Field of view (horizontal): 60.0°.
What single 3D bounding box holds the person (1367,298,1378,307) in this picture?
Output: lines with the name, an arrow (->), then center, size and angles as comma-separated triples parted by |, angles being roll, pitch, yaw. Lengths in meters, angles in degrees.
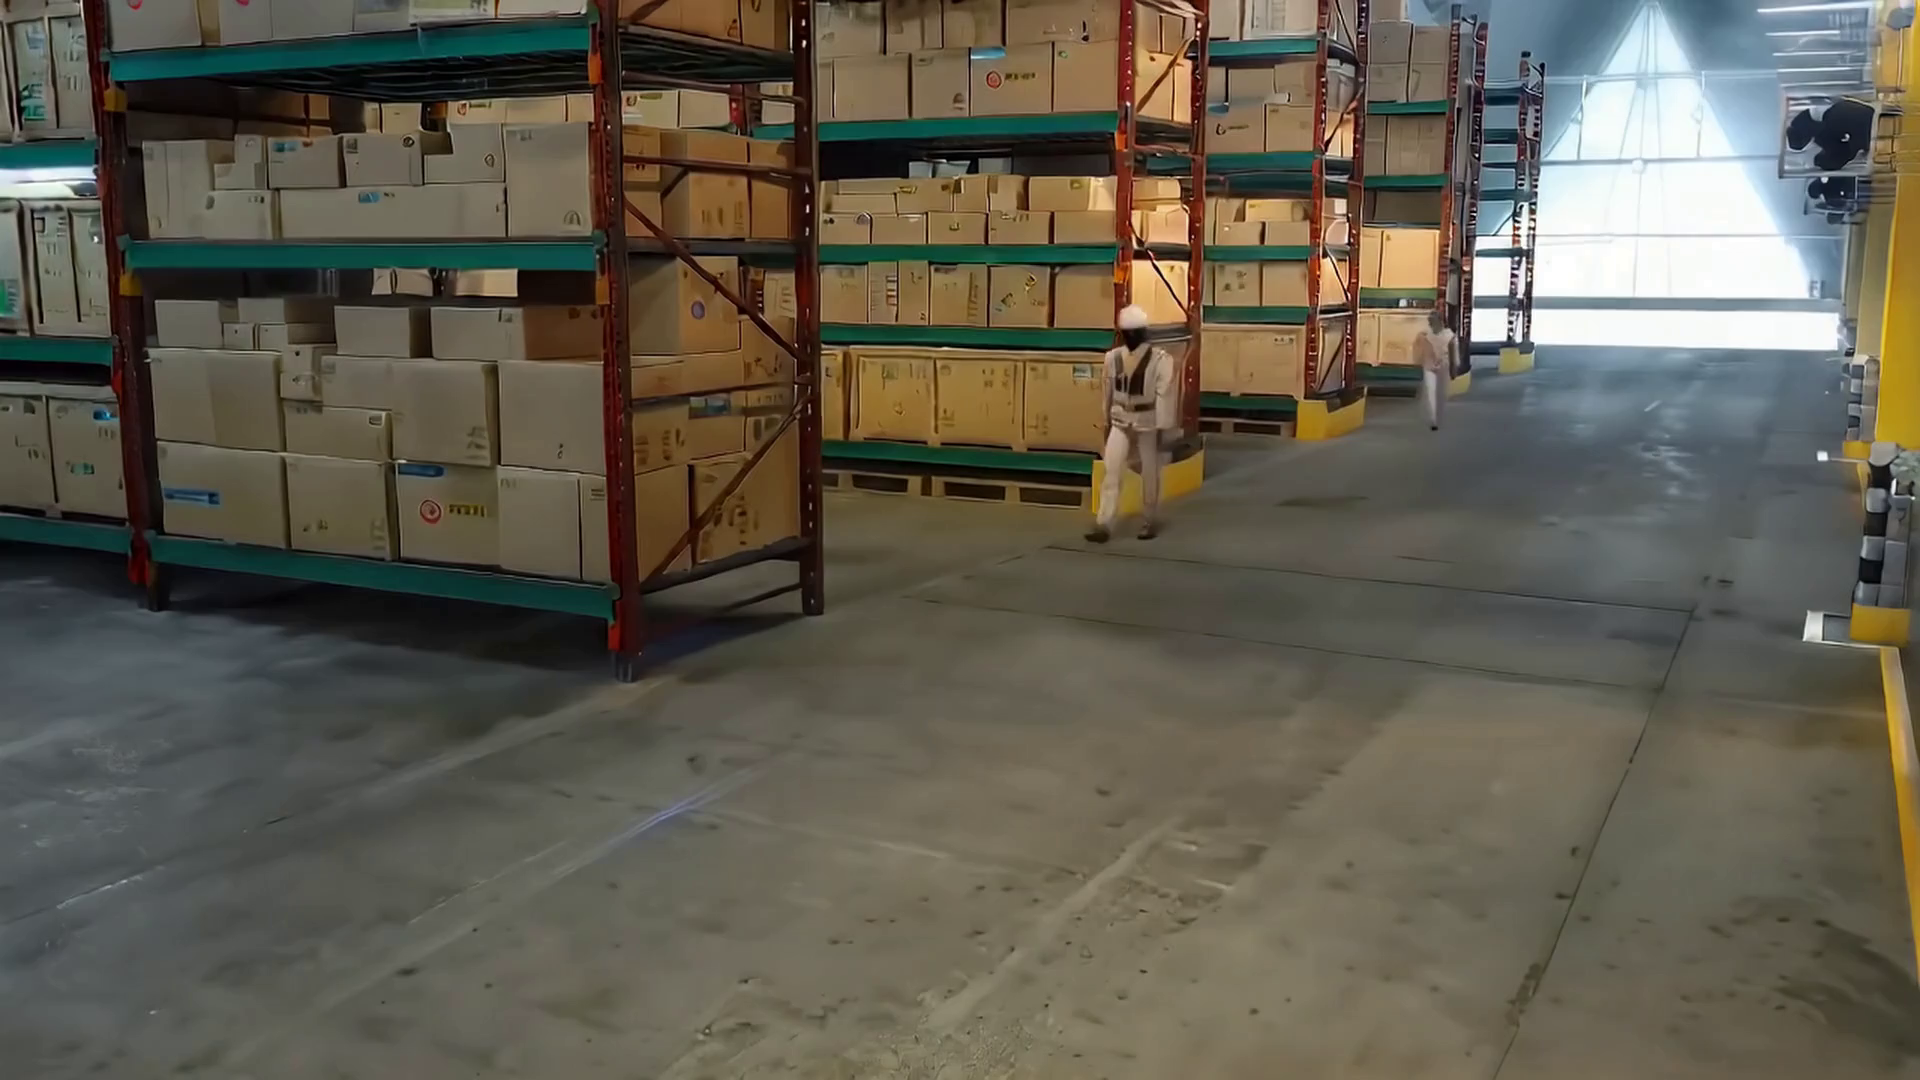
person -> 8.942, -4.893, 36.444 | 0.989, 1.899, 0.558 | 5, 11, 27

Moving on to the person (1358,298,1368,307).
person -> 7.740, -4.309, 32.935 | 0.627, 1.934, 0.371 | 2, 10, 14

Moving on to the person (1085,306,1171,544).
person -> 1.367, -0.906, 13.321 | 0.610, 1.899, 0.982 | 5, 11, 28

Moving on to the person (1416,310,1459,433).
person -> 6.256, -2.225, 21.853 | 0.525, 1.604, 0.839 | 0, 10, 1
